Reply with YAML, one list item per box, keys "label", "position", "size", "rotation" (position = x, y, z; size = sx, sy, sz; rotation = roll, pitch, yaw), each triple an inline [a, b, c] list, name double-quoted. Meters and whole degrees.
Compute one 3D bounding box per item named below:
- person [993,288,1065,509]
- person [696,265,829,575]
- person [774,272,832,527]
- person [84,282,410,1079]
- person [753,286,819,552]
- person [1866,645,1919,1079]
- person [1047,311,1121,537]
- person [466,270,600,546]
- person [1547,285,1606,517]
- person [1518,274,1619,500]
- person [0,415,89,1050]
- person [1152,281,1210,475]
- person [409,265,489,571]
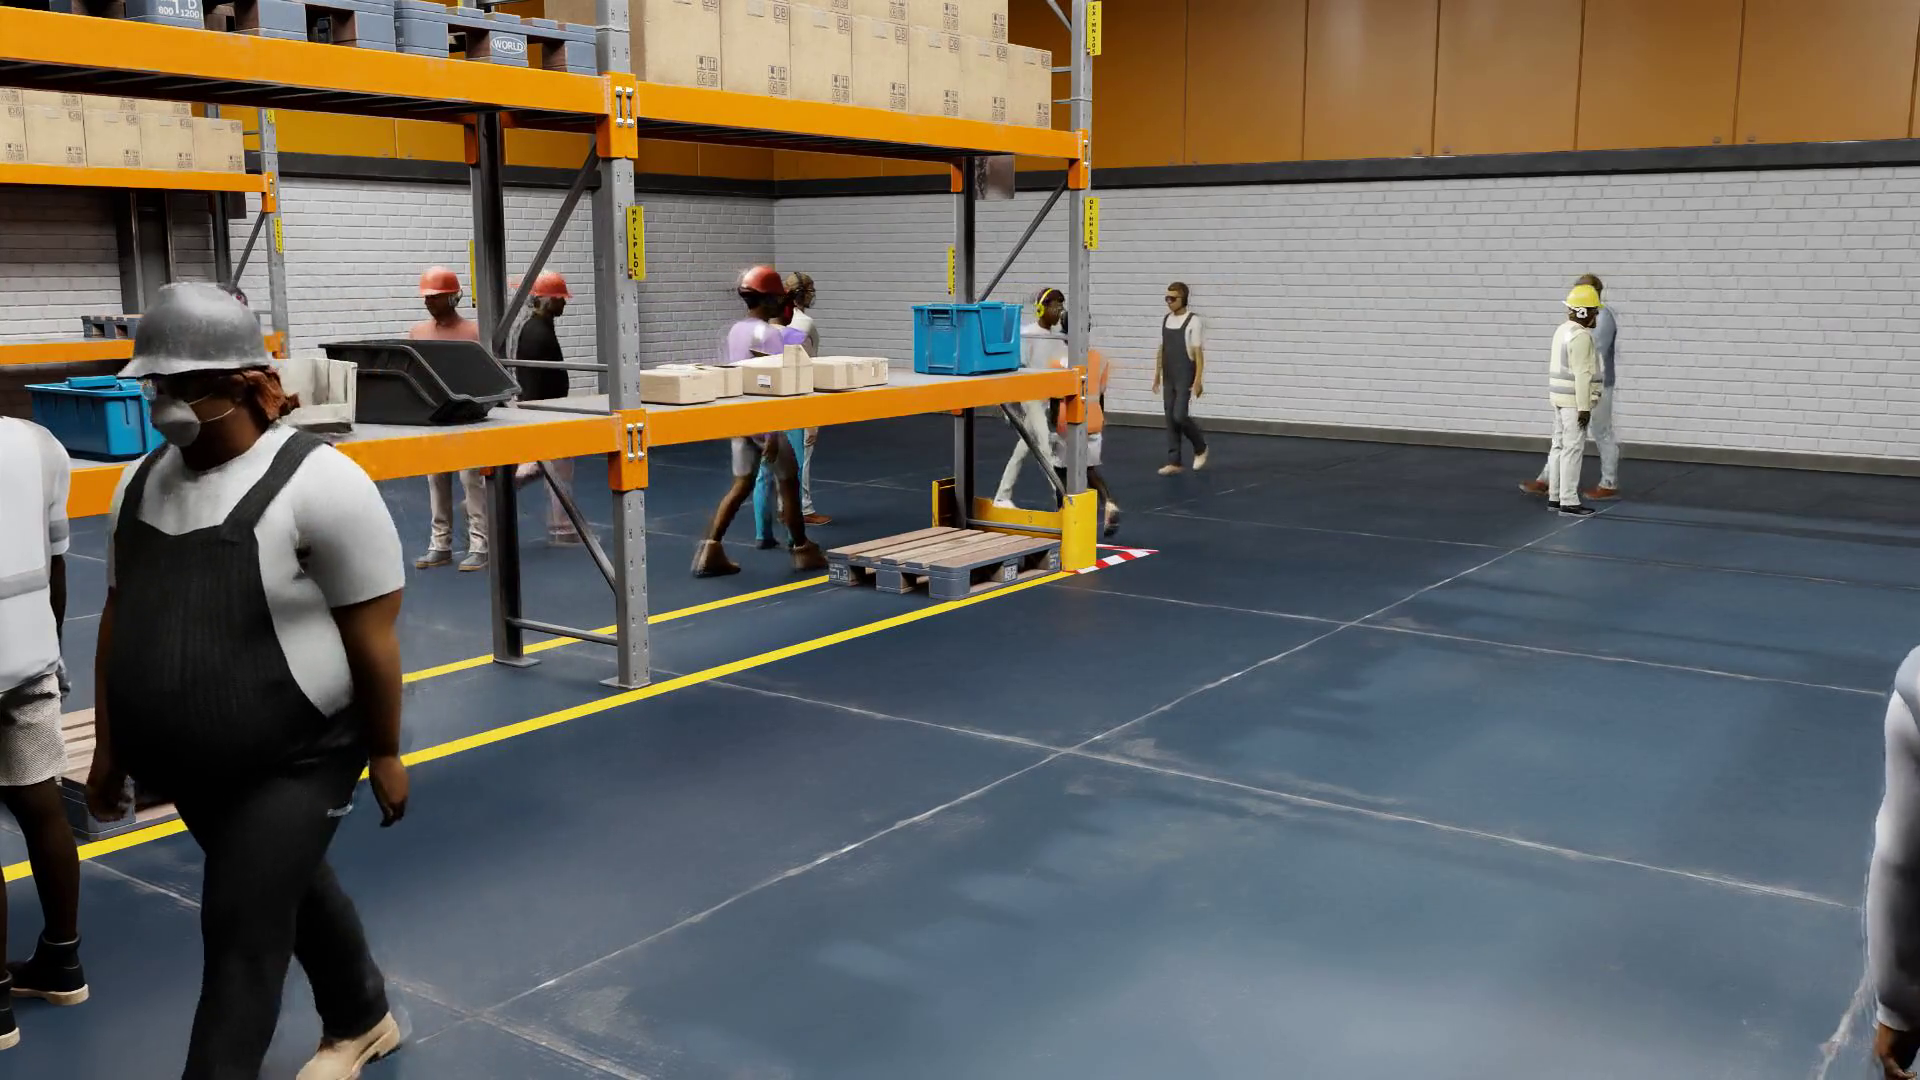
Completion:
- label: "person"
  position: [0.652, -1.064, 13.070]
  size: [0.956, 1.808, 0.573]
  rotation: [6, 11, 31]
- label: "person"
  position: [-1.277, -0.758, 10.693]
  size: [0.951, 2.003, 0.625]
  rotation: [-7, 12, -35]
- label: "person"
  position: [-1.235, -1.071, 12.719]
  size: [0.369, 1.939, 0.631]
  rotation: [-5, 11, -29]
- label: "person"
  position: [-1.602, 0.394, 3.693]
  size: [0.696, 2.000, 1.037]
  rotation: [4, 10, 24]
- label: "person"
  position: [-1.270, -0.836, 11.595]
  size: [0.567, 1.844, 0.377]
  rotation: [5, 11, 26]
- label: "person"
  position: [1.637, 0.717, 2.419]
  size: [0.451, 1.816, 0.622]
  rotation: [-9, 13, -43]
- label: "person"
  position: [0.865, -0.806, 11.880]
  size: [0.537, 1.680, 0.591]
  rotation: [-6, 11, -33]
- label: "person"
  position: [-3.022, -0.906, 11.677]
  size: [0.823, 1.967, 0.619]
  rotation: [-4, 10, -20]
- label: "person"
  position: [4.902, -1.104, 13.230]
  size: [0.404, 1.830, 0.602]
  rotation: [1, 10, 3]
- label: "person"
  position: [5.182, -1.271, 13.998]
  size: [0.917, 1.900, 0.654]
  rotation: [-1, 10, -3]
- label: "person"
  position: [-2.550, 0.330, 4.297]
  size: [0.362, 1.965, 0.612]
  rotation: [2, 10, 12]
- label: "person"
  position: [2.077, -1.519, 15.722]
  size: [0.449, 1.834, 0.526]
  rotation: [-7, 12, -36]
- label: "person"
  position: [-3.336, -0.784, 10.849]
  size: [0.622, 1.990, 0.402]
  rotation: [3, 10, 17]
